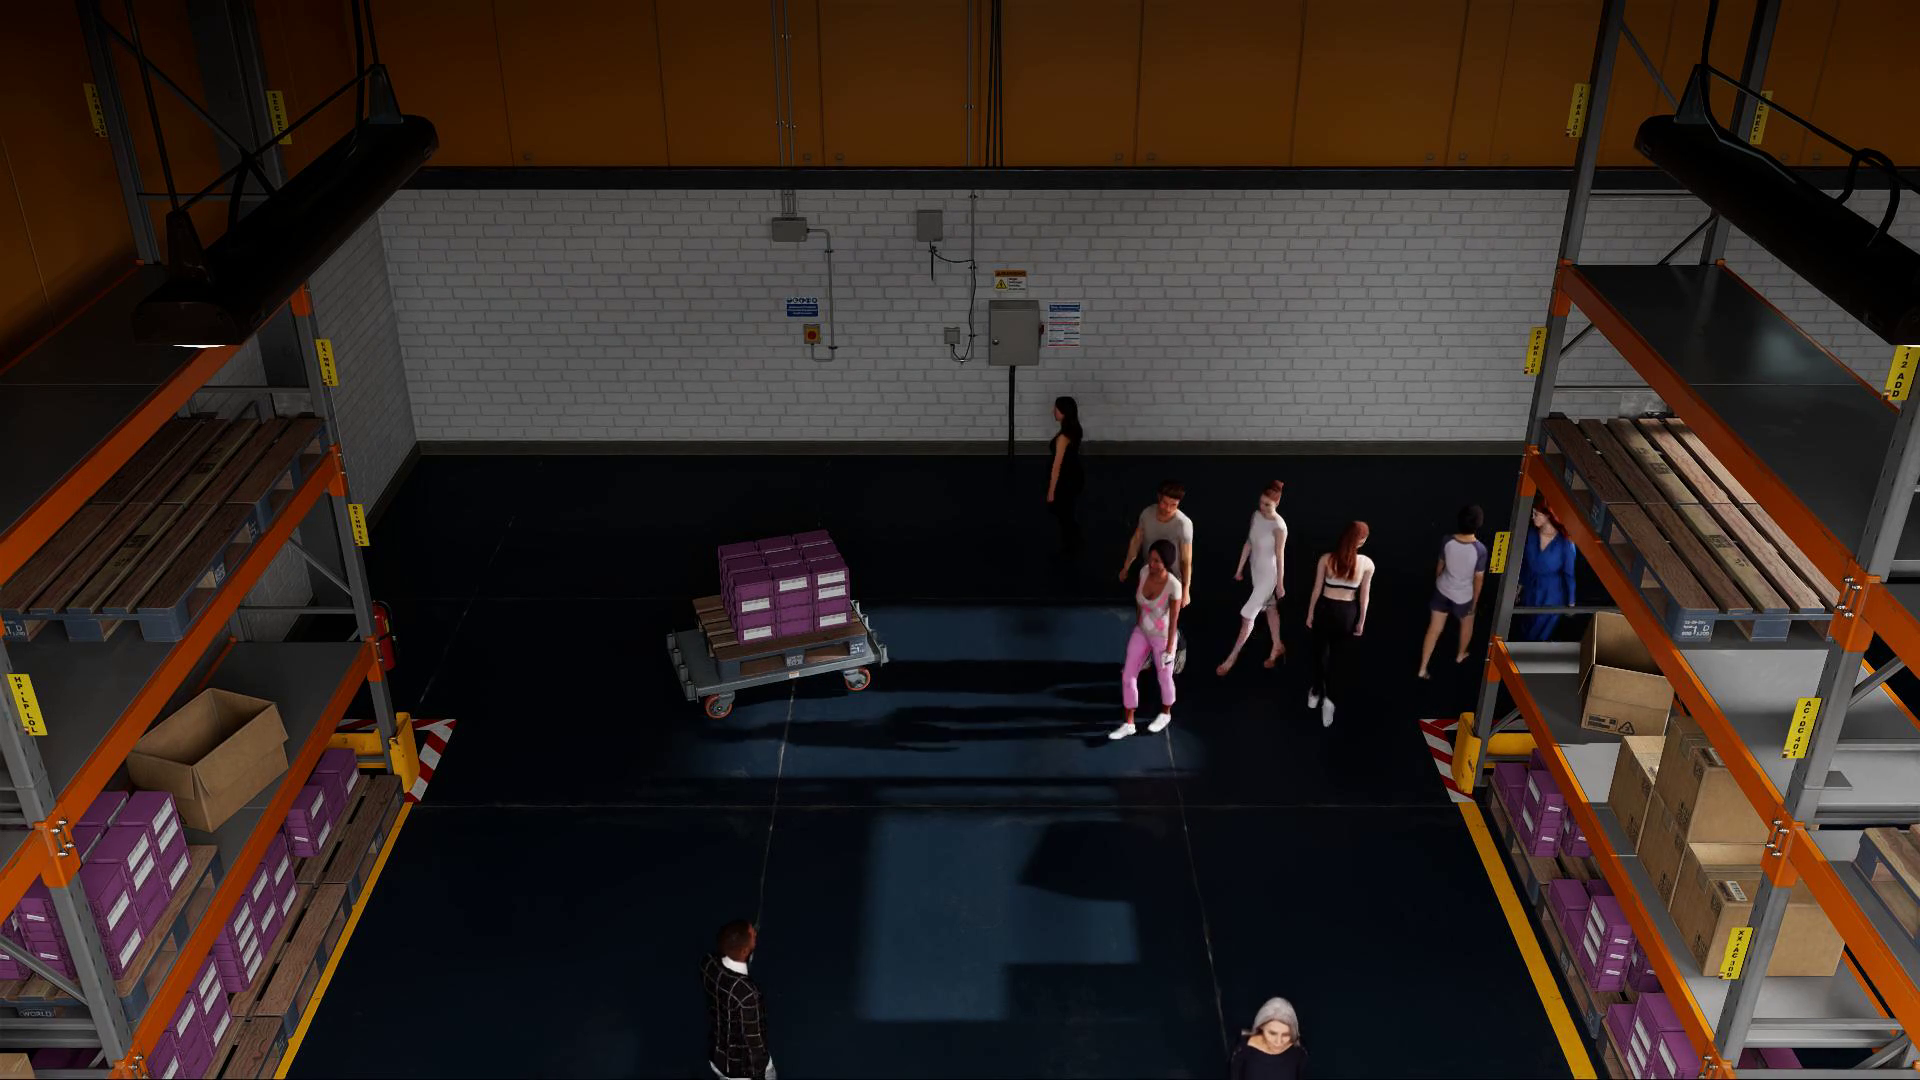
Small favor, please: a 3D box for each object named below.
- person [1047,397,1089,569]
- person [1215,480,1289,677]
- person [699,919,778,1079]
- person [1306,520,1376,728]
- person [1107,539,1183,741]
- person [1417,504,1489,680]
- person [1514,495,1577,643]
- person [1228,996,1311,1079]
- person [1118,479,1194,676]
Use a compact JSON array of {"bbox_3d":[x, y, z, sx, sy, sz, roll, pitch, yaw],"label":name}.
[{"bbox_3d":[1.035,-0.497,15.000,0.721,1.680,0.640,8,30,15],"label":"person"},{"bbox_3d":[2.556,0.298,13.450,0.862,1.768,0.921,-10,30,-18],"label":"person"},{"bbox_3d":[-1.256,2.796,8.839,1.112,1.799,1.077,-22,36,-35],"label":"person"},{"bbox_3d":[2.898,0.672,12.815,0.722,1.722,1.012,3,29,6],"label":"person"},{"bbox_3d":[1.554,0.727,12.714,0.956,1.721,0.899,-25,37,-38],"label":"person"},{"bbox_3d":[3.977,0.443,13.431,0.920,1.533,1.077,18,33,29],"label":"person"},{"bbox_3d":[4.654,0.465,13.120,0.869,1.792,0.780,-18,33,-30],"label":"person"},{"bbox_3d":[1.516,2.987,8.577,0.616,1.715,1.123,2,29,3],"label":"person"},{"bbox_3d":[1.669,0.304,13.334,1.026,1.869,0.959,-18,34,-30],"label":"person"}]
